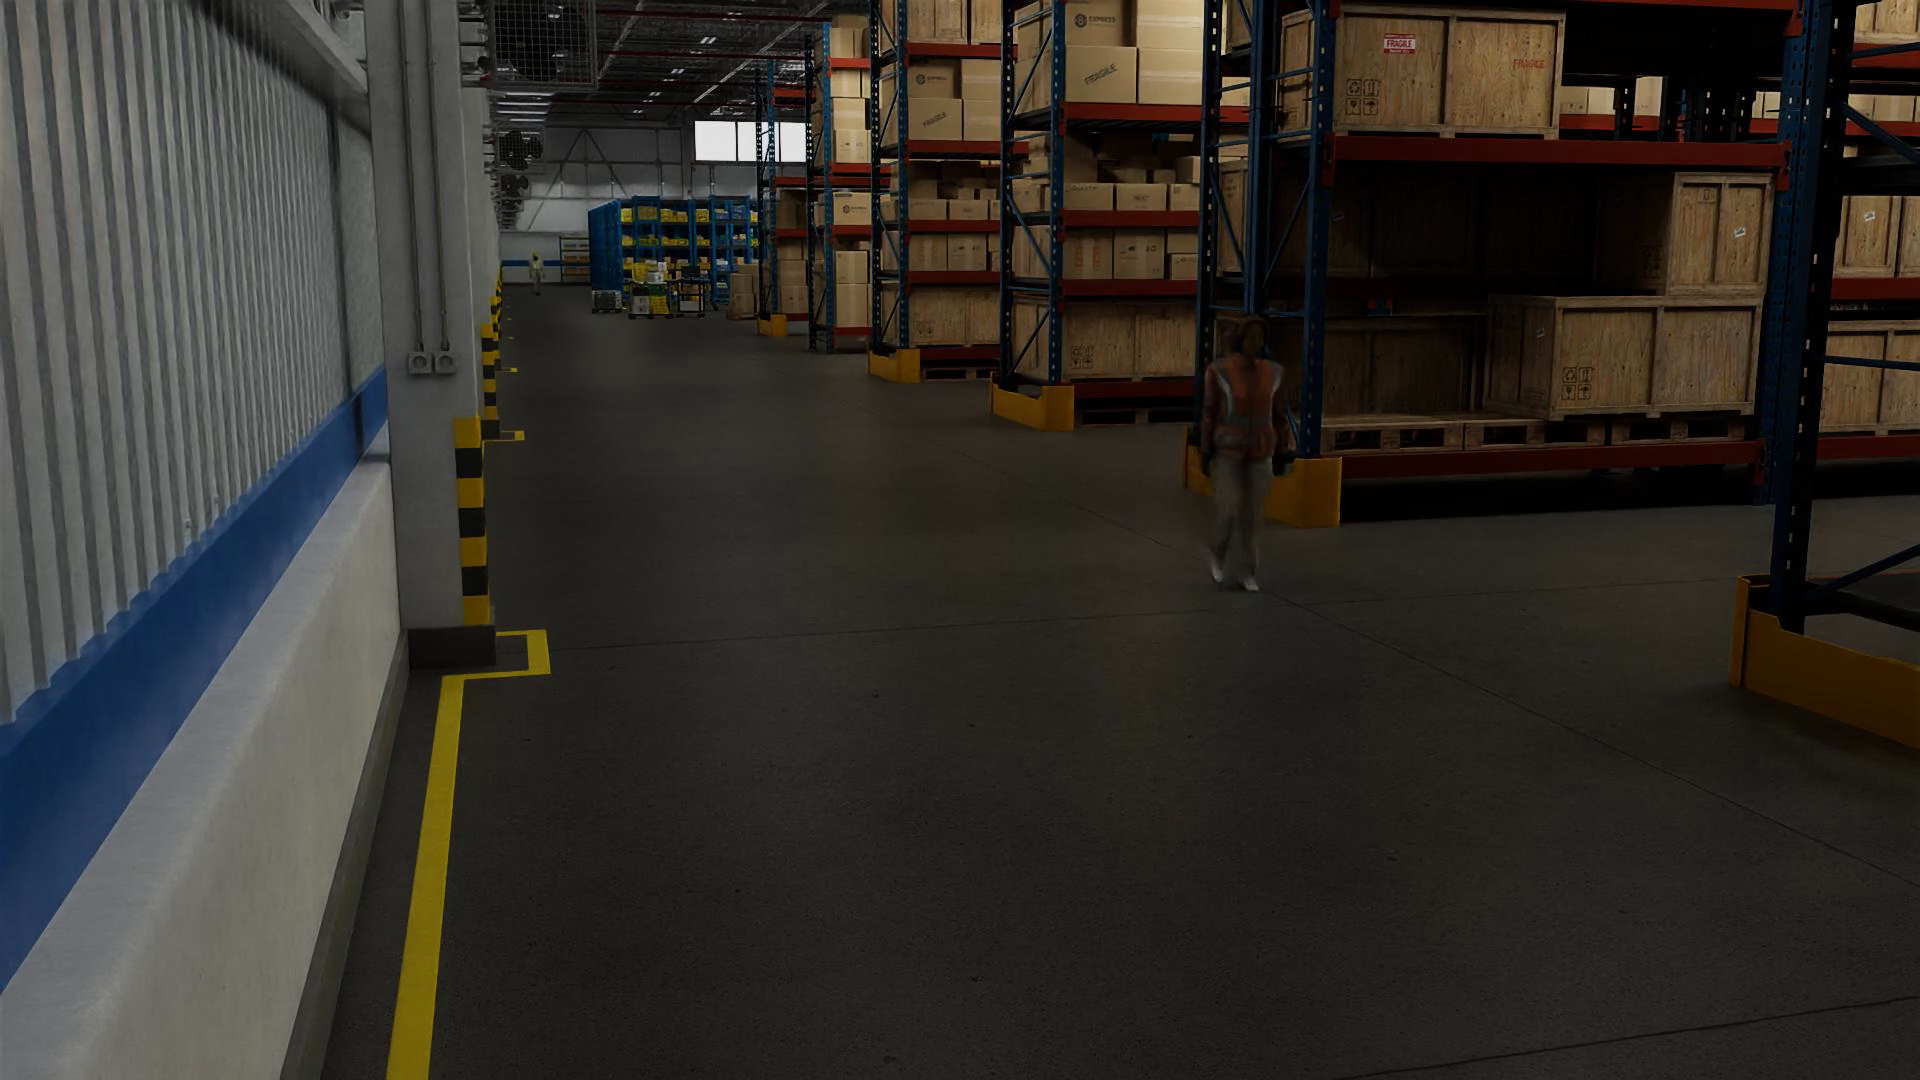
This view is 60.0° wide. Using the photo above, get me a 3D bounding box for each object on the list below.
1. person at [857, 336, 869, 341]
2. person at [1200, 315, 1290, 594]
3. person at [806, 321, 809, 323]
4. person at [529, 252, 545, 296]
[{"bbox_3d":[-1.742,-5.086,35.598,0.903,1.681,0.497,3,11,18],"label":"person"},{"bbox_3d":[1.667,-0.492,9.688,0.532,1.630,0.355,-1,10,-5],"label":"person"},{"bbox_3d":[-3.623,-6.506,43.062,0.674,1.868,0.907,6,12,31],"label":"person"},{"bbox_3d":[-17.448,-10.963,68.518,0.600,1.807,0.830,-4,11,-24],"label":"person"}]
